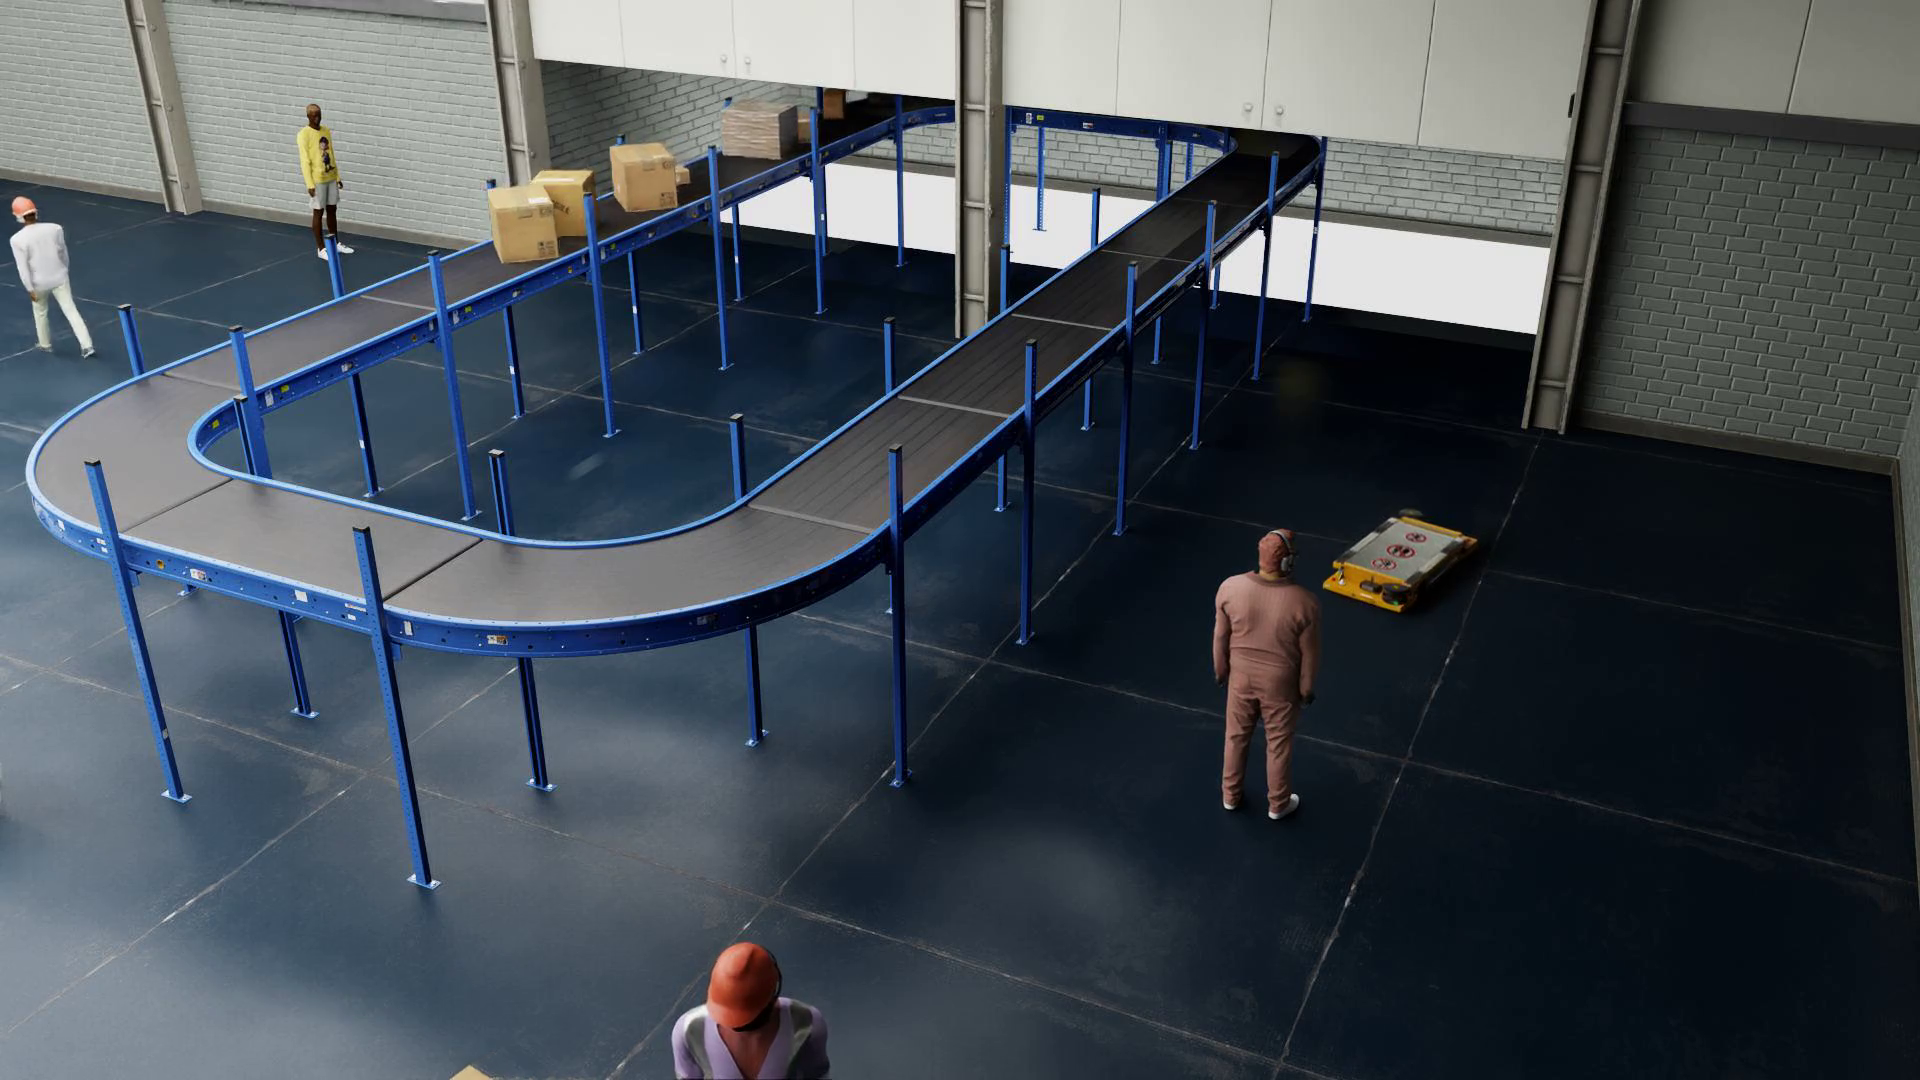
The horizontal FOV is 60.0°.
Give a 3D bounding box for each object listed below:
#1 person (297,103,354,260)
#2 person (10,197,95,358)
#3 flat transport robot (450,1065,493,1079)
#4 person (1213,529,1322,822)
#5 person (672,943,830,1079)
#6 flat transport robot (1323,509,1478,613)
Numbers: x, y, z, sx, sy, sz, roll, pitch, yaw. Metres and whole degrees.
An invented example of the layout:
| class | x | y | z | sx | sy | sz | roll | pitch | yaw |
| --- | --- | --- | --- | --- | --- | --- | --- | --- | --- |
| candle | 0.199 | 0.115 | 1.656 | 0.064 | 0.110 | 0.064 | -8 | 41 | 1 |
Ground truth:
| class | x | y | z | sx | sy | sz | roll | pitch | yaw |
| --- | --- | --- | --- | --- | --- | --- | --- | --- | --- |
| person | -7.901 | -4.446 | 20.603 | 0.374 | 1.900 | 0.541 | 11 | 28 | 21 |
| person | -9.519 | -2.735 | 17.376 | 0.900 | 1.711 | 0.561 | 21 | 33 | 35 |
| flat transport robot | -1.975 | 3.285 | 6.856 | 1.431 | 0.231 | 0.659 | -20 | 33 | -35 |
| person | 1.840 | 0.814 | 10.002 | 0.637 | 1.904 | 0.406 | 12 | 29 | 23 |
| person | -0.807 | 2.414 | 6.628 | 0.607 | 2.035 | 0.400 | -3 | 27 | -6 |
| flat transport robot | 3.505 | 0.154 | 13.167 | 0.659 | 0.231 | 1.431 | 19 | 32 | 34 |
